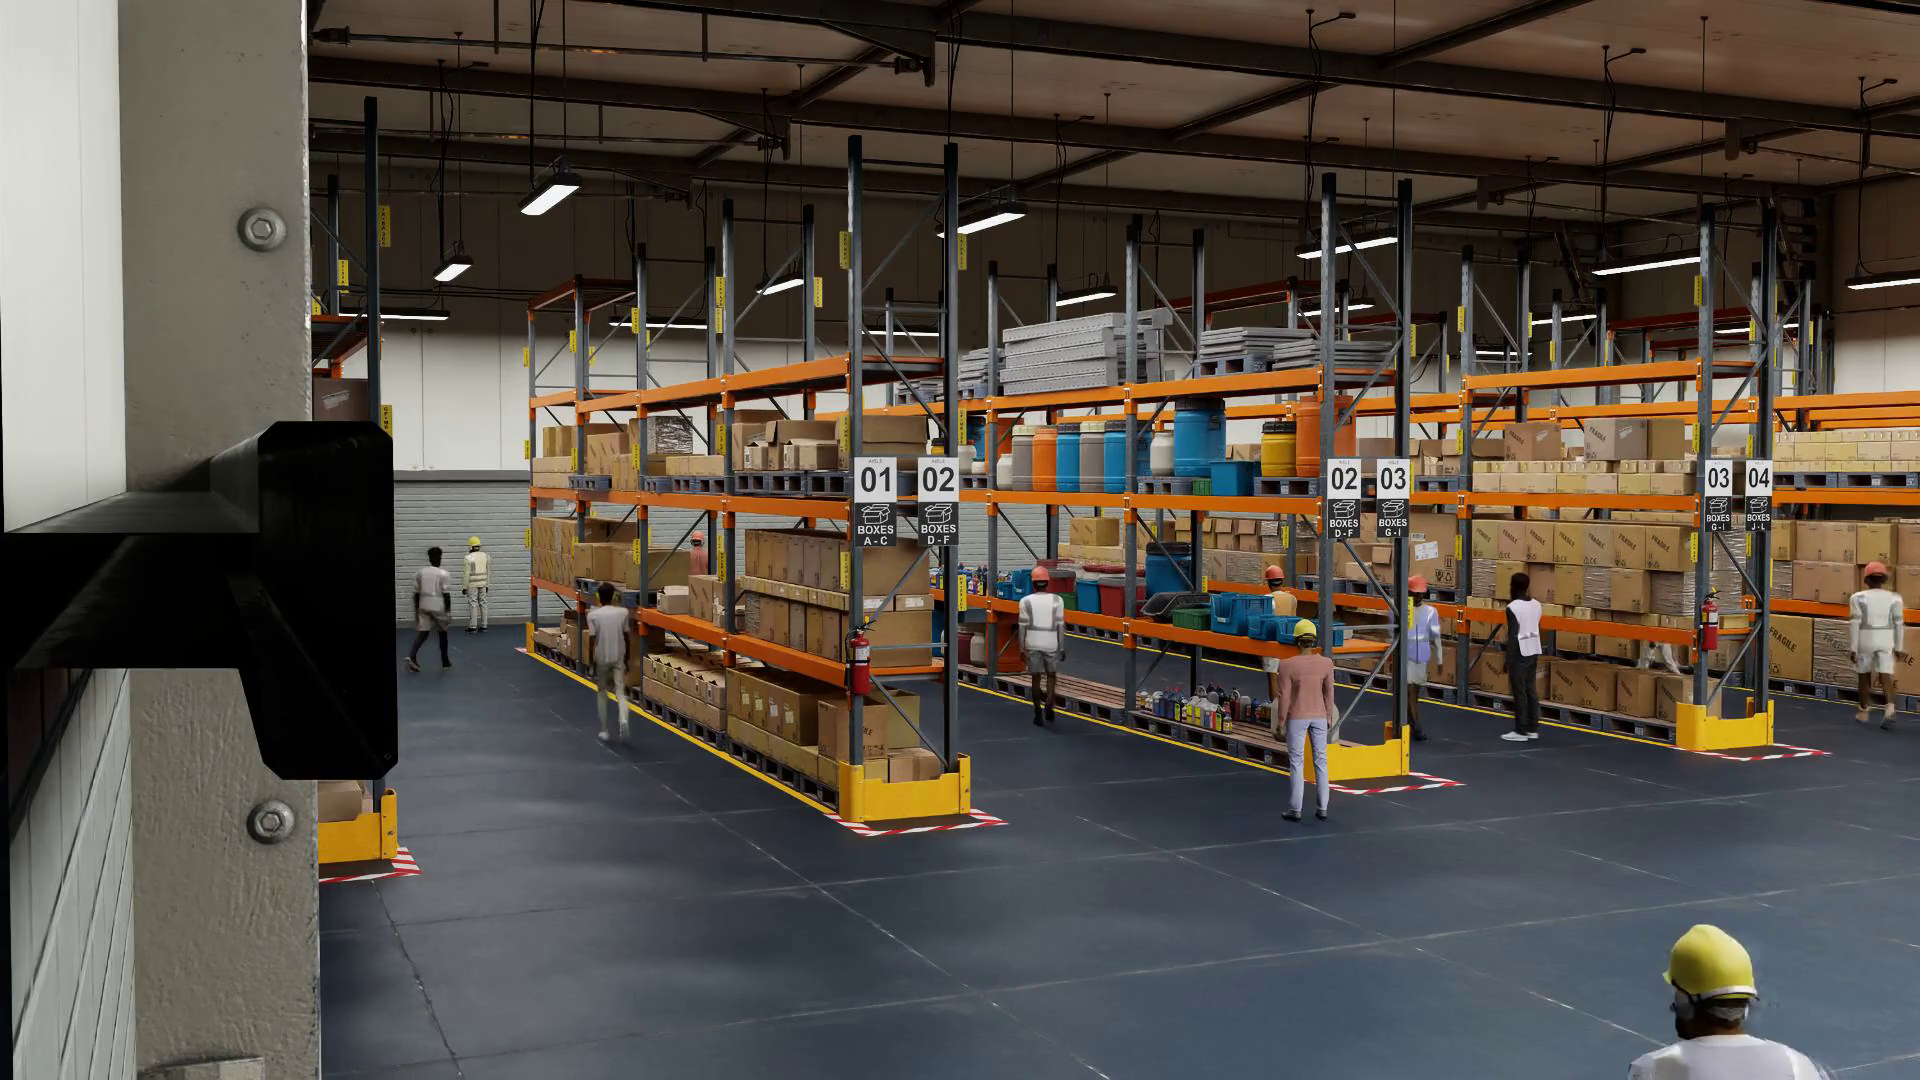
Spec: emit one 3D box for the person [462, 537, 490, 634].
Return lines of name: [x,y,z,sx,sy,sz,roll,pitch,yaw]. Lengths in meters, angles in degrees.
person: [-9.196,0.851,33.996,0.403,1.835,0.586,2,3,38]

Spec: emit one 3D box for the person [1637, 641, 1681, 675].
person: [9.555,1.333,24.488,0.532,1.596,0.860,-2,3,-41]

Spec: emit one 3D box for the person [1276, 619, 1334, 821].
person: [3.042,1.583,15.798,0.523,1.769,0.313,0,2,-11]

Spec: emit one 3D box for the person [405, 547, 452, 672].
person: [-8.129,1.063,27.498,0.657,1.923,0.917,1,2,13]

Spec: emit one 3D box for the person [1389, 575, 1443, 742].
person: [5.239,1.344,20.585,0.567,1.883,1.014,0,2,-2]

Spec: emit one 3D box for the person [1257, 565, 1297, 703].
person: [3.826,1.273,21.728,0.545,1.933,0.376,-1,3,-29]

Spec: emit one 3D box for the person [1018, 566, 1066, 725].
person: [0.989,1.277,21.726,0.577,1.923,0.401,0,2,-1]

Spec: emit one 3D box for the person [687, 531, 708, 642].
person: [-4.734,0.835,32.388,0.622,1.990,0.388,-1,2,-14]

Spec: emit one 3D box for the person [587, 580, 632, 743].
person: [-3.949,1.376,20.281,0.533,1.846,0.824,-1,2,-22]

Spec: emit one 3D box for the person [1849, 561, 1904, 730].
person: [11.007,1.251,21.490,0.621,2.007,0.987,0,2,10]

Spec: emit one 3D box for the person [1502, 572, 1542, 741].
person: [6.444,1.328,20.479,0.596,1.916,0.373,-2,3,-41]

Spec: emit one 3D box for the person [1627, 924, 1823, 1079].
person: [2.122,1.984,5.093,0.620,1.777,0.943,0,2,-7]

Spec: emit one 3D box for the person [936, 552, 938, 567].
person: [-0.311,0.760,34.466,0.407,1.986,0.621,1,2,23]
